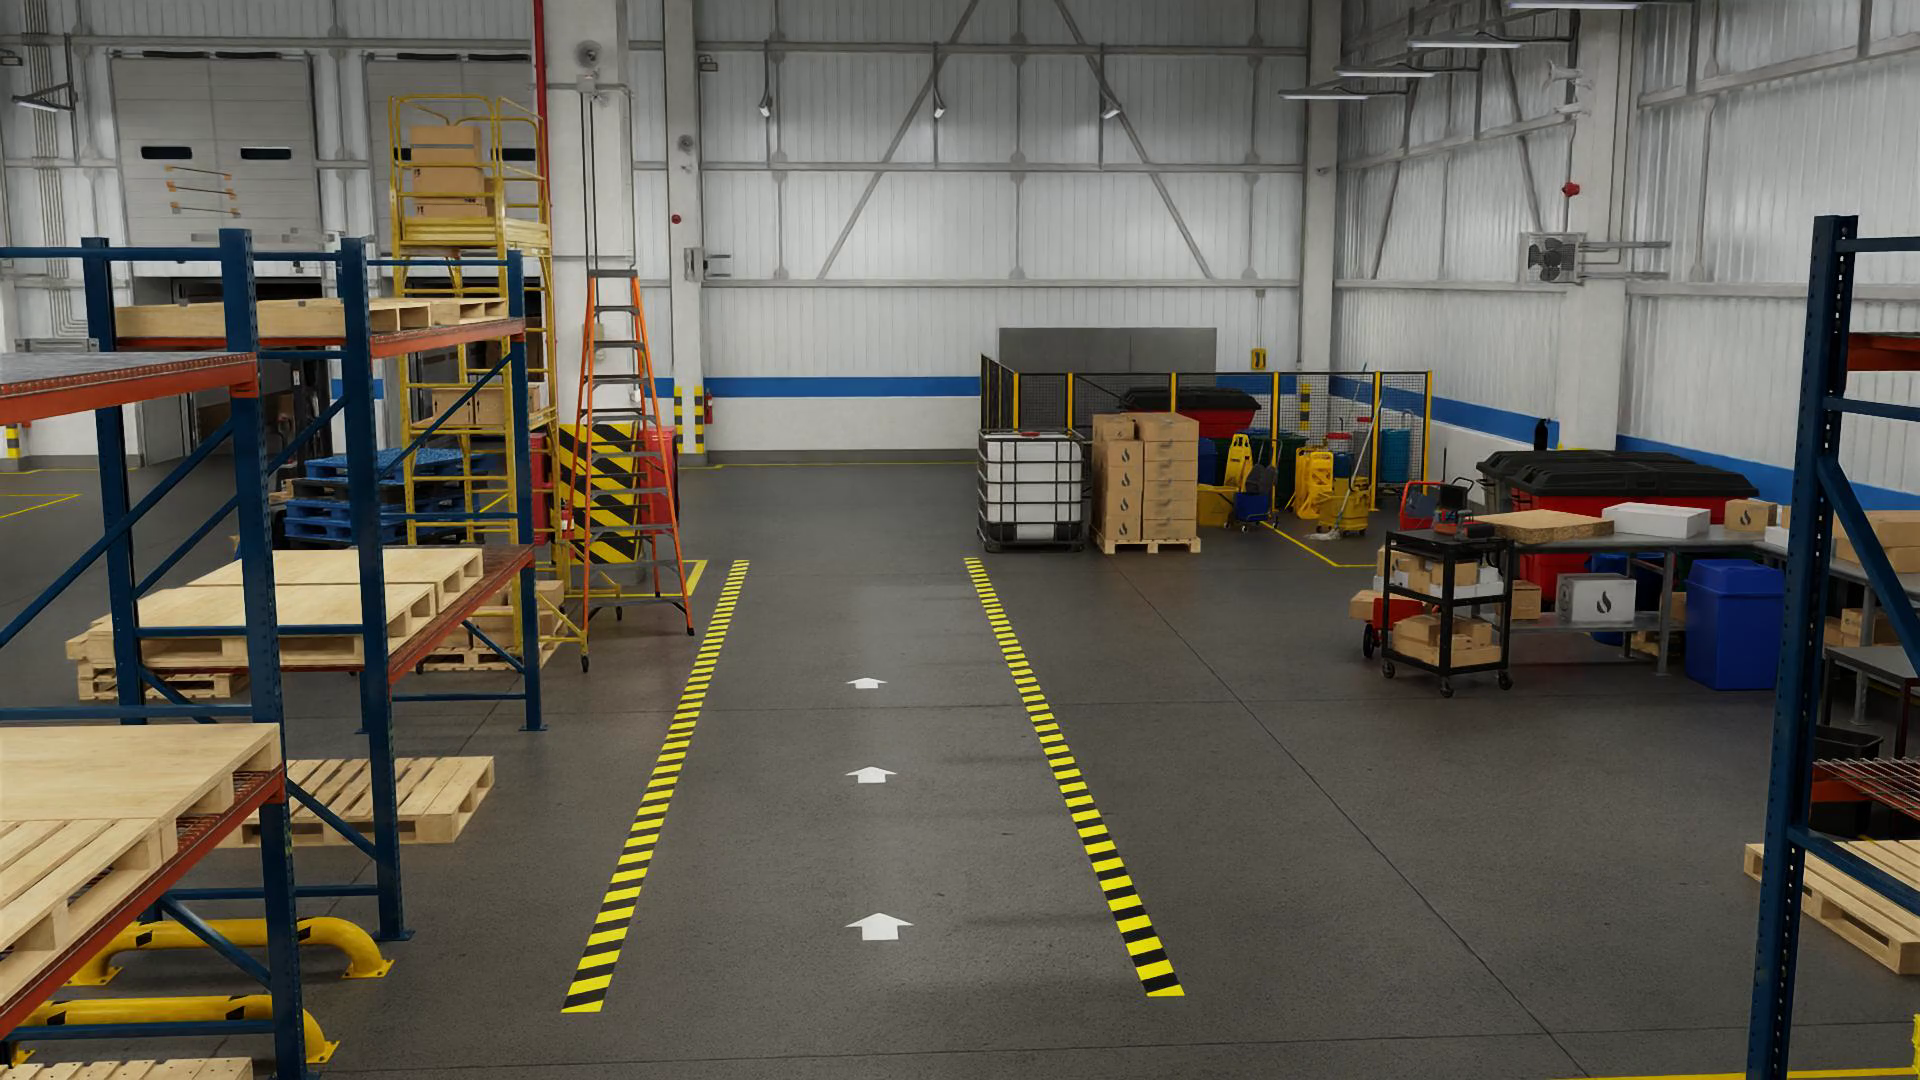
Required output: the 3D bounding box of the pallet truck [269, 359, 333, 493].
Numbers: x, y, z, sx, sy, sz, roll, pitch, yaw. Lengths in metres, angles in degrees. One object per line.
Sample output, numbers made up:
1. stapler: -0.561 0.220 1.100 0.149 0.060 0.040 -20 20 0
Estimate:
1. pallet truck: -7.062 -1.131 18.996 1.885 1.965 0.823 2 9 13
